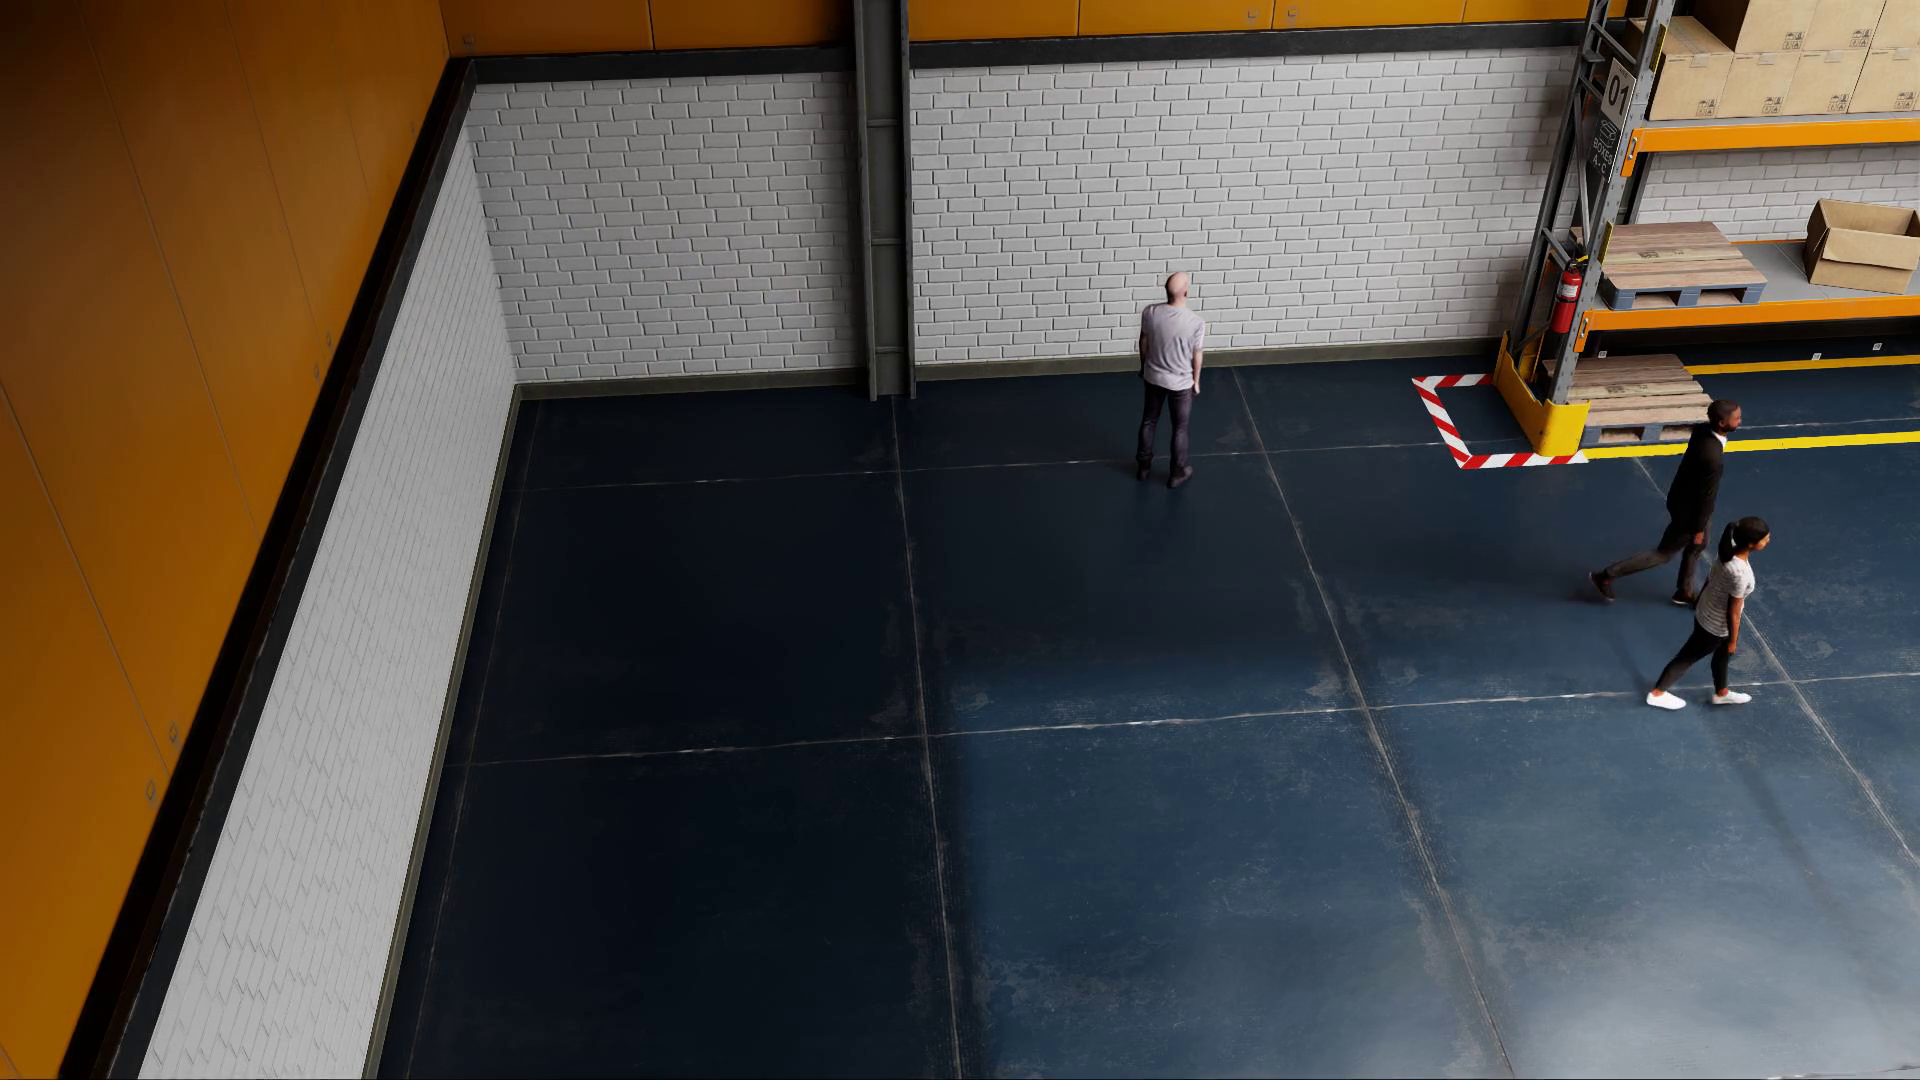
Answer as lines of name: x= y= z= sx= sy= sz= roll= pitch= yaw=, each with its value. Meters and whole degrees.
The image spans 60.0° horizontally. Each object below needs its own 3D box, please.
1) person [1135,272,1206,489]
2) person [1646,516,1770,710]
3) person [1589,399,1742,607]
person: x=1.603 y=-1.238 z=12.805 sx=0.707 sy=1.831 sz=0.808 roll=18 pitch=42 yaw=21
person: x=4.814 y=0.498 z=10.797 sx=0.983 sy=1.623 sz=0.784 roll=9 pitch=40 yaw=11
person: x=4.972 y=-0.213 z=11.573 sx=1.244 sy=1.766 sz=0.938 roll=9 pitch=40 yaw=12
